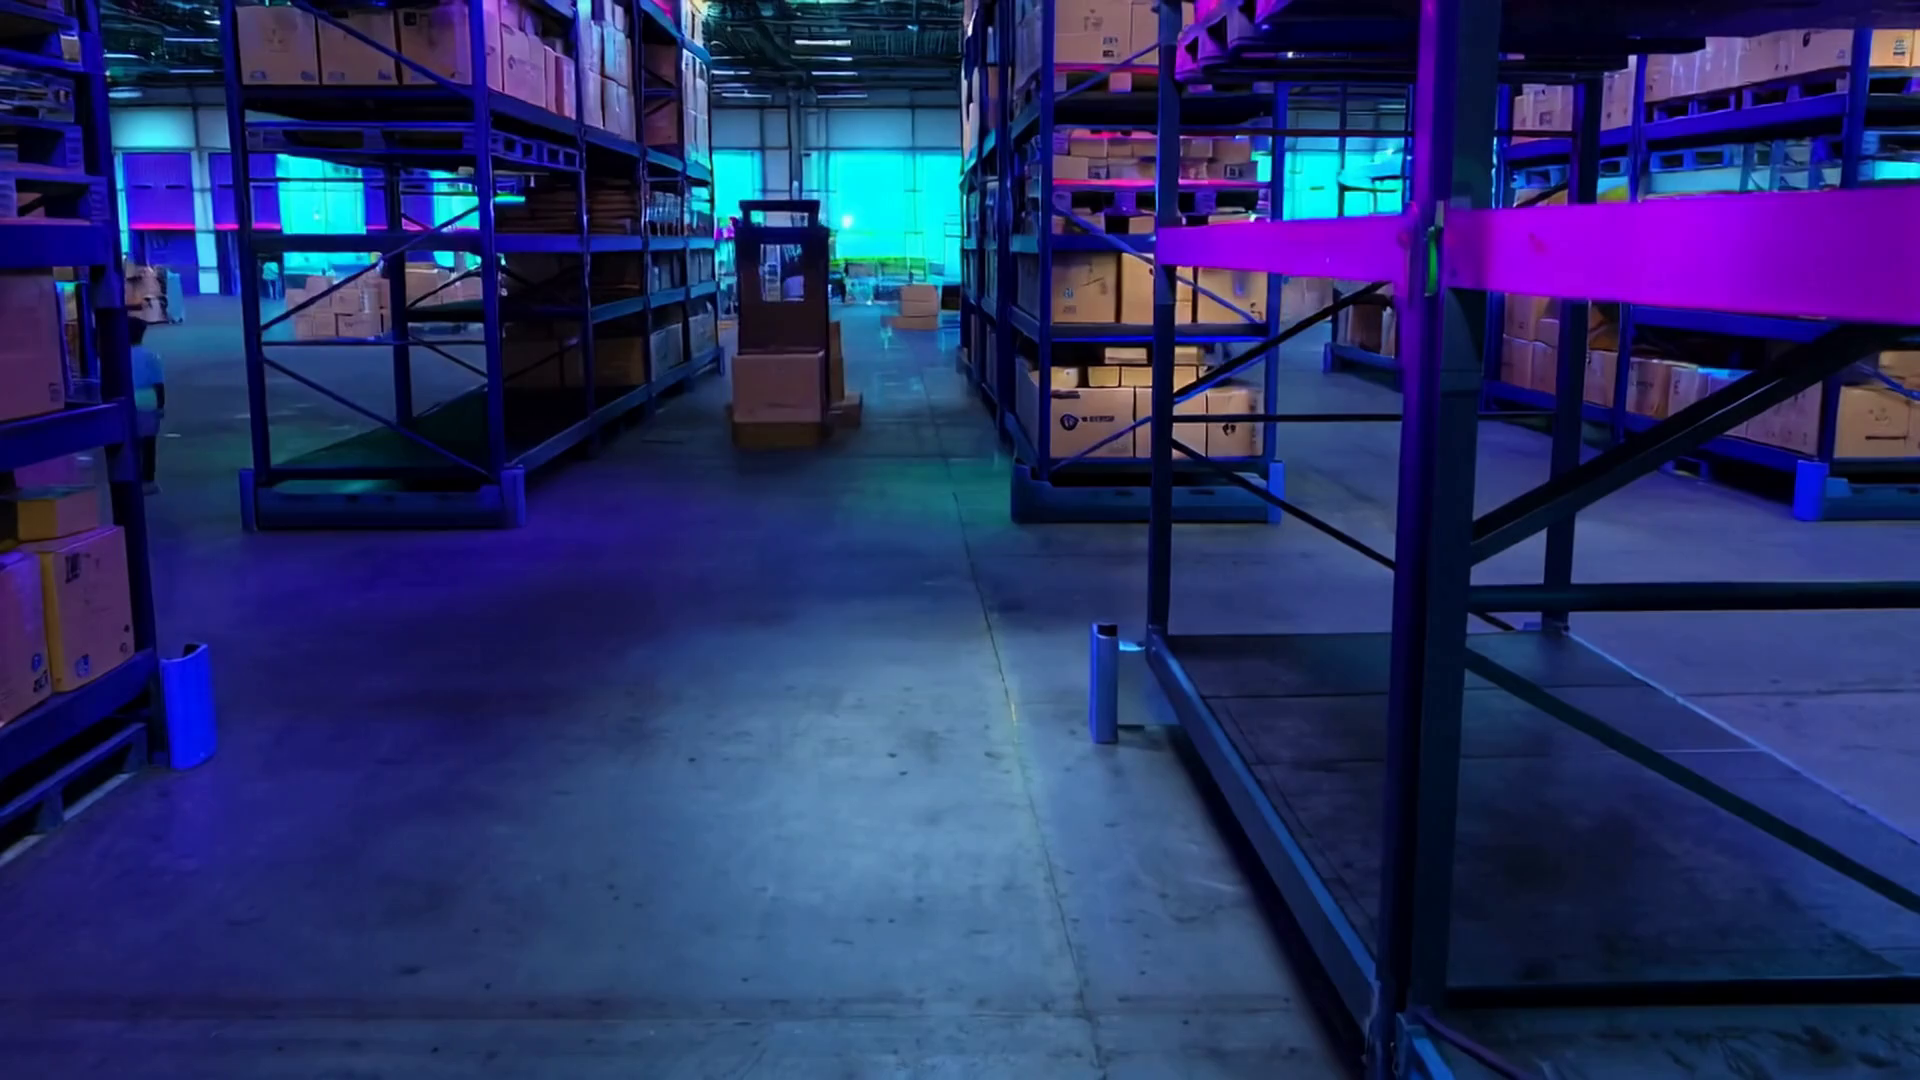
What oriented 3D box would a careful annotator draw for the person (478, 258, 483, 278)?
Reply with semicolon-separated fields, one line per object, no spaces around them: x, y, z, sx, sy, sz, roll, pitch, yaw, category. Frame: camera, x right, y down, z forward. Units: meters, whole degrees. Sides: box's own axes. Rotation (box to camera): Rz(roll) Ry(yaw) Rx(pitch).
-16.601;-8.887;57.558;0.900;1.822;0.574;-8;13;-37;person

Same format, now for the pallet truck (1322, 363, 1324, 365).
7.712;-4.157;30.737;1.885;1.965;0.823;3;11;16;pallet truck

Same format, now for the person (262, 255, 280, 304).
-25.927;-9.804;62.632;0.429;1.844;0.626;8;13;37;person

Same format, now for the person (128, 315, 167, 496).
-7.577;-1.224;15.274;0.546;1.678;0.435;-1;10;-6;person

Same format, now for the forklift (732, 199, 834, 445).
-2.086;-2.574;19.461;1.129;2.768;1.873;0;10;-2;forklift

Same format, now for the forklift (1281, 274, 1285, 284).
12.224;-10.384;62.970;1.129;2.768;1.873;0;10;-2;forklift

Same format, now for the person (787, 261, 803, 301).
-3.764;-5.477;38.401;0.596;1.893;0.807;6;12;31;person

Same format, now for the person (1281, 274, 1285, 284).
10.917;-8.778;56.762;1.003;1.890;0.646;-3;11;-16;person

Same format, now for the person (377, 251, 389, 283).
-21.805;-9.921;62.921;0.423;1.981;0.626;-7;12;-32;person

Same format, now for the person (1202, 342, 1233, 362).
5.105;-4.461;32.544;0.640;1.951;0.603;4;11;21;person
